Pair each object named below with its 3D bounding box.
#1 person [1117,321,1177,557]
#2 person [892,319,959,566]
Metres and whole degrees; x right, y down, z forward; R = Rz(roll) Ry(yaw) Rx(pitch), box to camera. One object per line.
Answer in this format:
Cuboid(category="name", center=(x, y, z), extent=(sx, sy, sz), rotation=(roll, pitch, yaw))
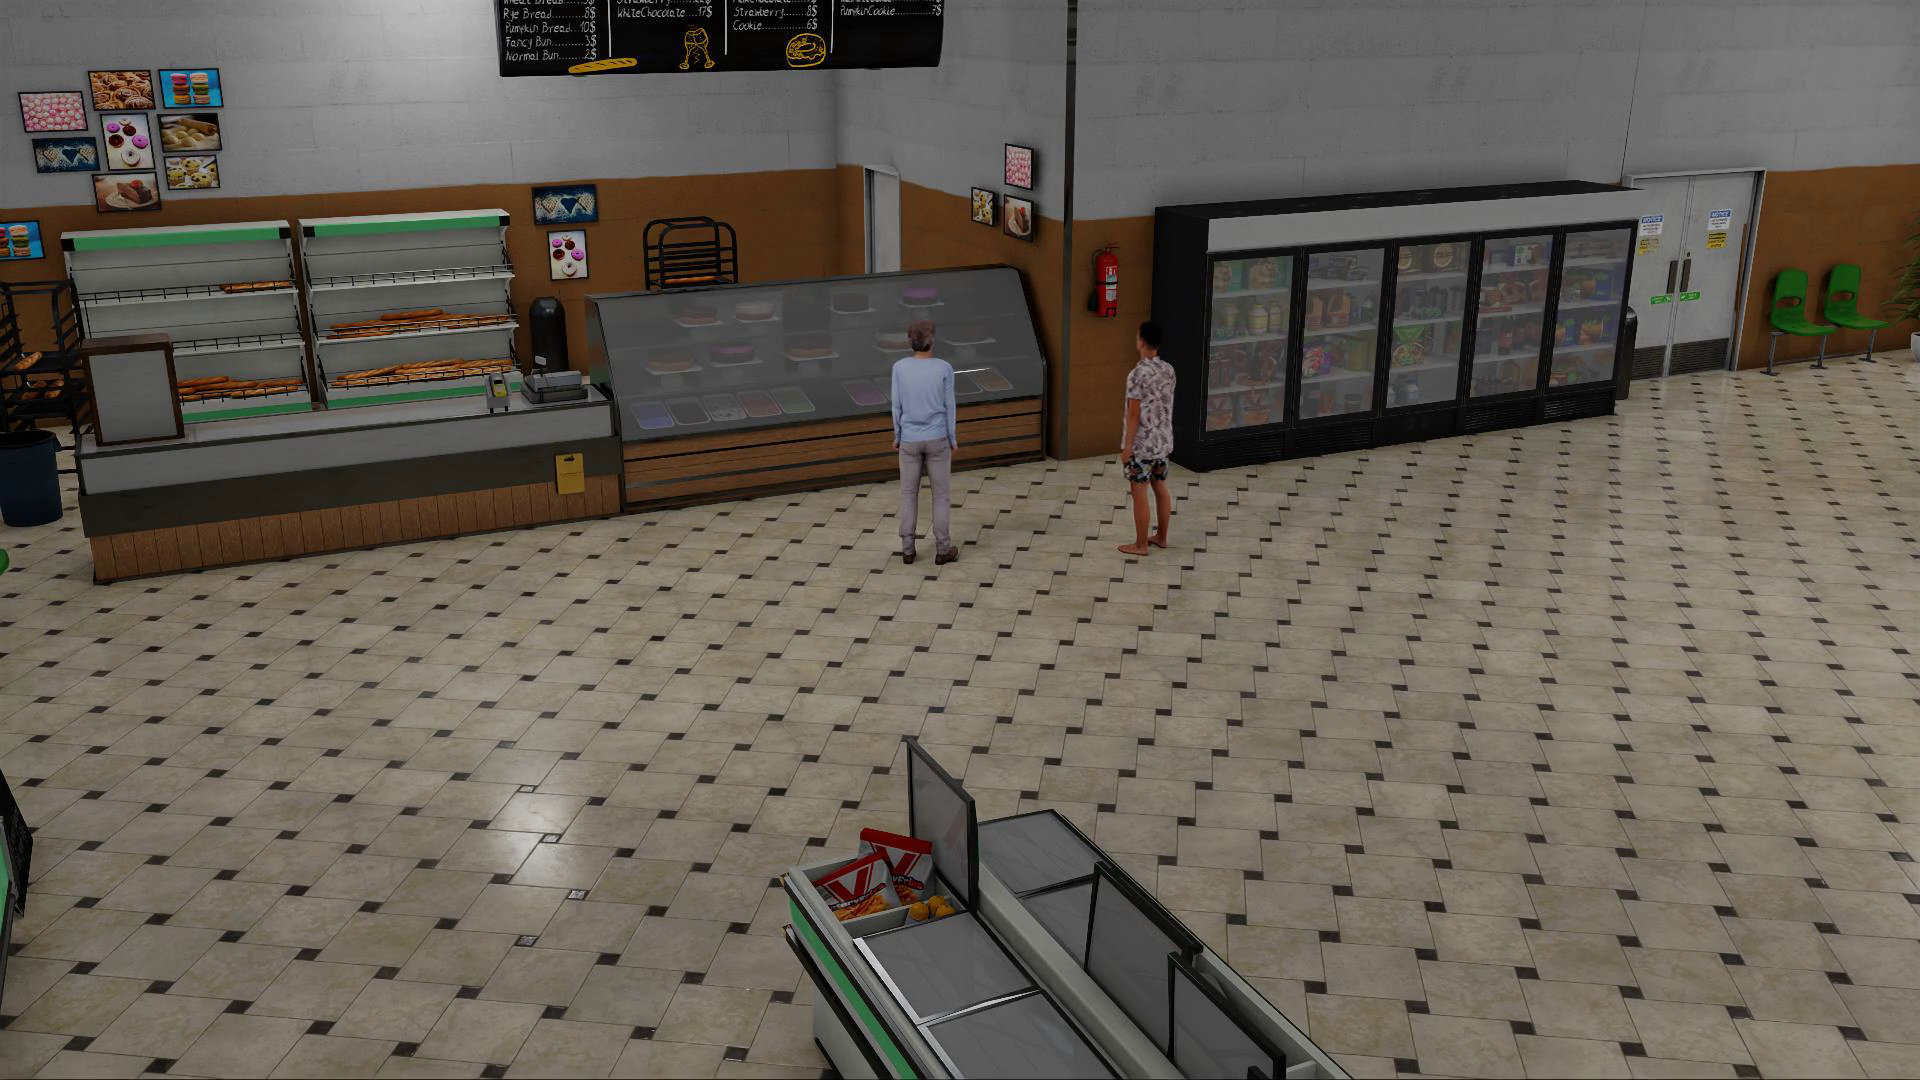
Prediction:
Cuboid(category="person", center=(1.465, -0.784, 12.861), extent=(0.724, 1.814, 0.672), rotation=(-16, 24, -39))
Cuboid(category="person", center=(-0.268, -0.743, 12.614), extent=(0.751, 1.894, 0.772), rotation=(3, 19, 9))
